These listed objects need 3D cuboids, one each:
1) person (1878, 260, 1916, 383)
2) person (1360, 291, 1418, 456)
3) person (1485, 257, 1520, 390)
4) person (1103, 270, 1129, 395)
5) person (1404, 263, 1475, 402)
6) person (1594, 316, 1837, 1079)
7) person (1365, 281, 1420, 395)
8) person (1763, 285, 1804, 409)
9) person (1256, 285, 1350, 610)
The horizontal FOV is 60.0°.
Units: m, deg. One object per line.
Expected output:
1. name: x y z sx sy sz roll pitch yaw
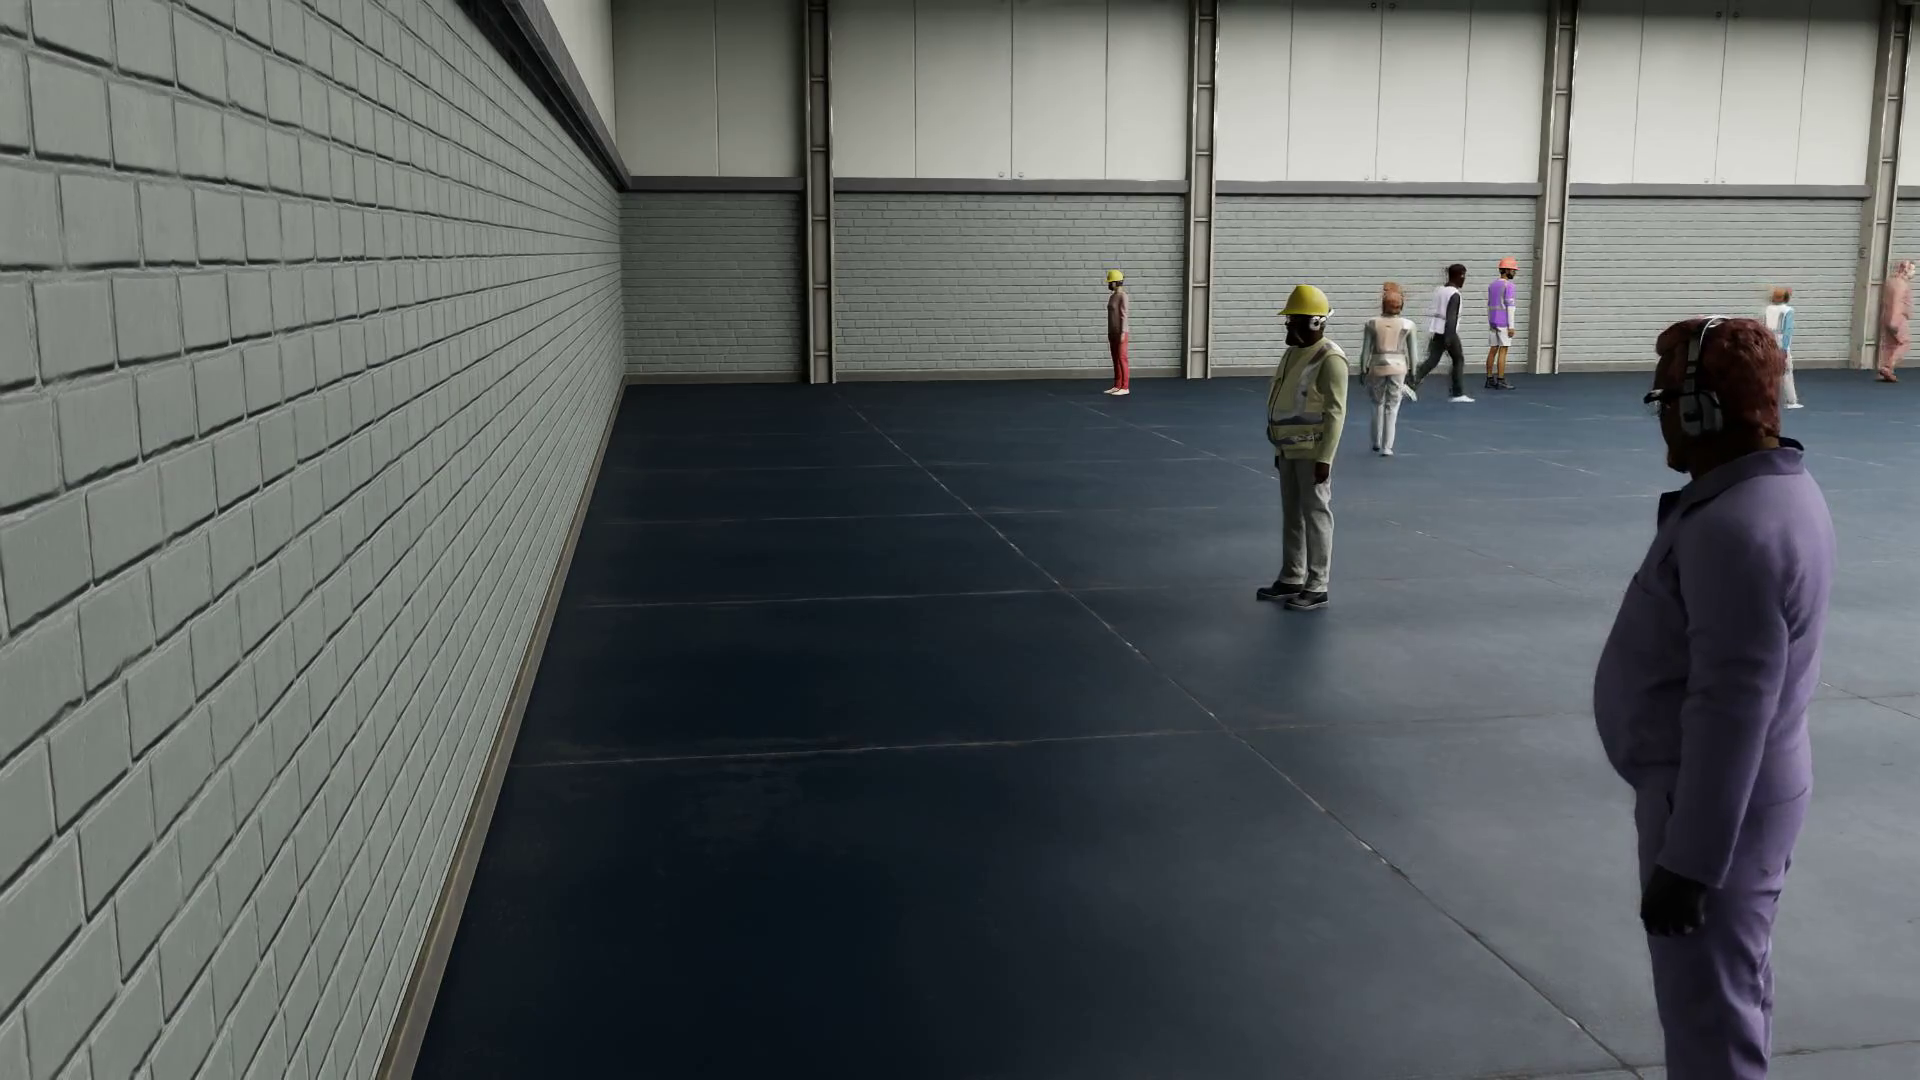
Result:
1. person: 14.427 -3.349 25.564 0.444 1.887 0.673 3 10 17
2. person: 4.281 -1.656 16.564 0.548 1.617 0.610 4 11 23
3. person: 7.974 -3.174 24.425 0.377 1.932 0.548 -3 10 -16
4. person: 2.205 -2.923 23.491 0.332 1.761 0.526 -3 10 -19
5. person: 6.442 -2.765 22.259 0.951 1.876 0.594 -2 10 -10
6. person: 1.430 0.524 3.233 0.399 1.902 0.642 6 11 30
7. person: 6.100 -2.821 23.340 0.675 1.614 0.503 1 10 3
8. person: 10.399 -2.451 21.230 0.851 1.596 0.530 -3 10 -16
9. person: 1.944 -0.523 9.448 0.403 1.835 0.586 -3 10 -16
